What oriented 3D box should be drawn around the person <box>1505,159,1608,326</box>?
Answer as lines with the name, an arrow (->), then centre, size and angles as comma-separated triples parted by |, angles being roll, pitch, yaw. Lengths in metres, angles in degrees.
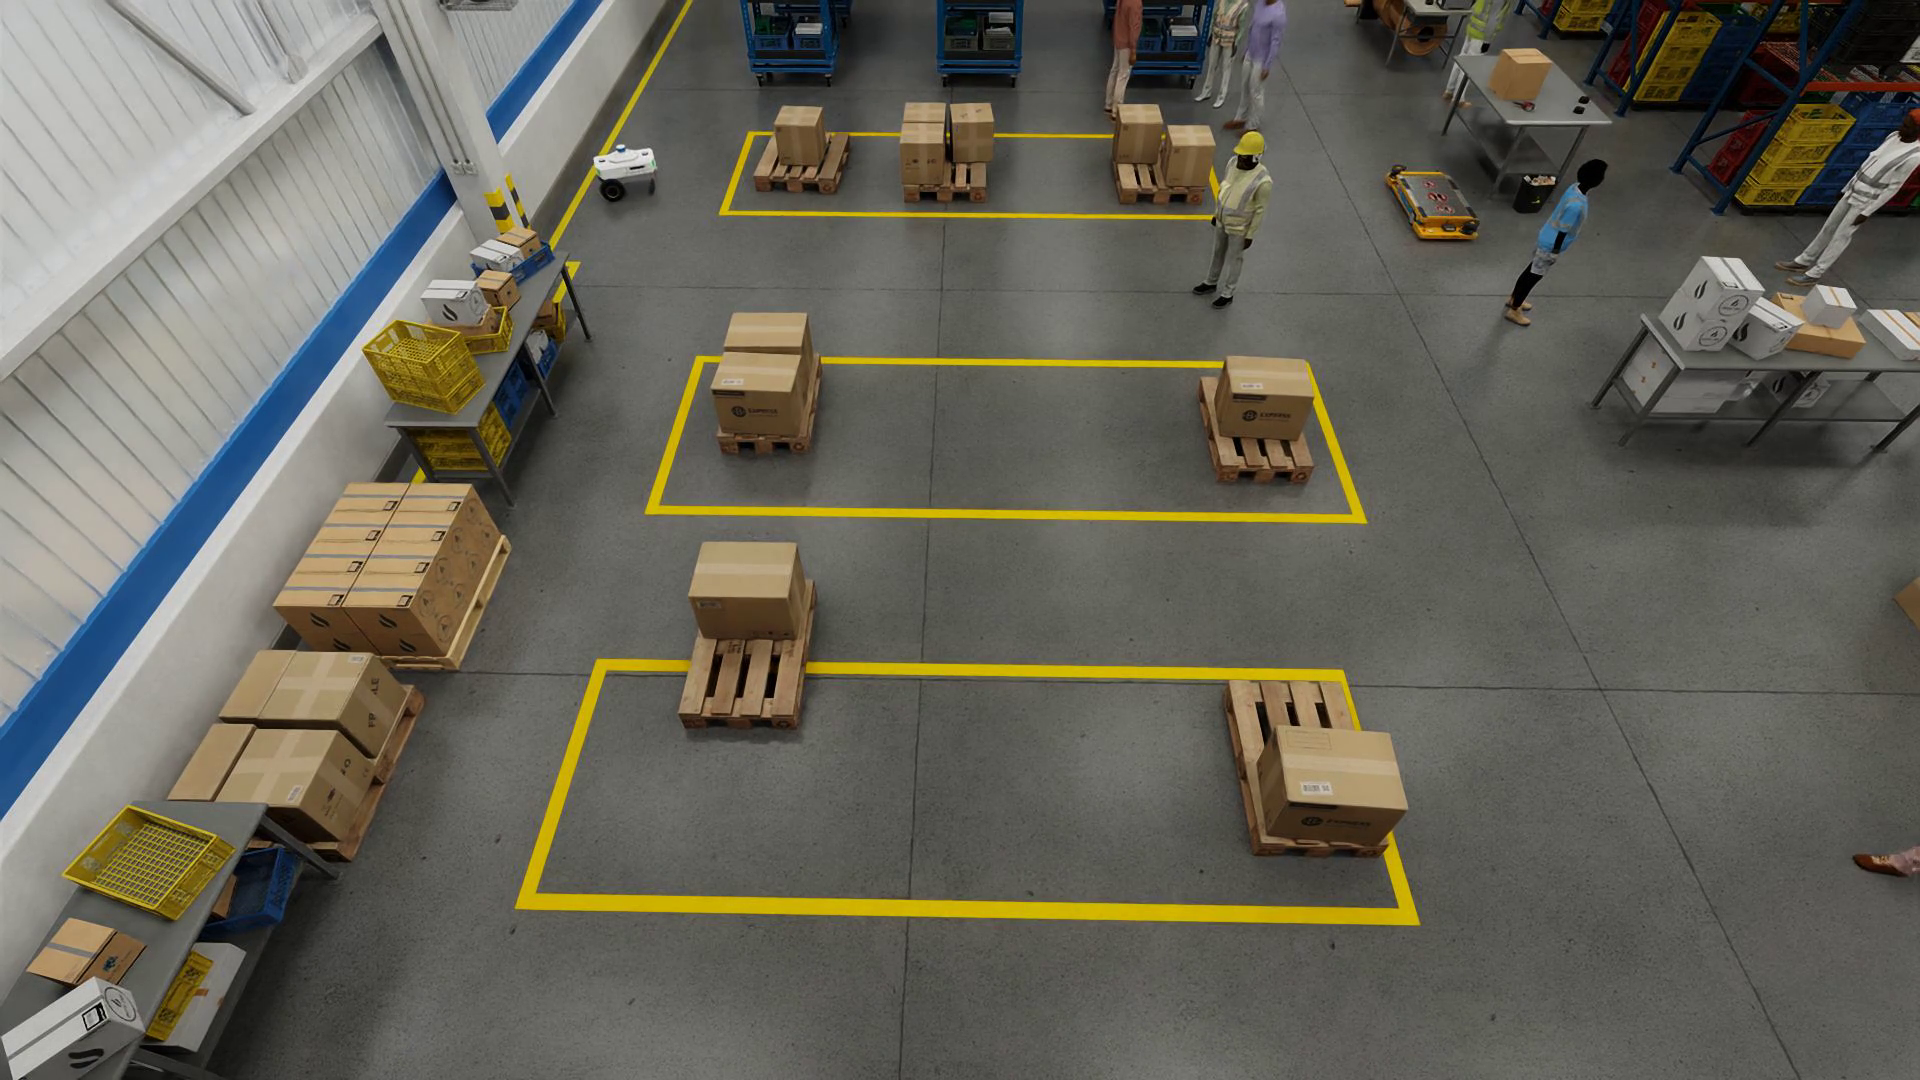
person -> 5.930, -2.967, 9.144 | 0.318, 1.700, 0.536 | 20, 52, 16

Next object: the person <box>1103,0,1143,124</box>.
person -> 2.204, -6.544, 12.049 | 0.395, 1.990, 0.619 | -9, 50, -8

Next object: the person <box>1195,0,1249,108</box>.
person -> 3.599, -6.791, 12.494 | 0.307, 1.639, 0.513 | -36, 58, -27

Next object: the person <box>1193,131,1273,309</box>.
person -> 2.766, -3.223, 9.279 | 0.404, 1.830, 0.602 | -23, 53, -19

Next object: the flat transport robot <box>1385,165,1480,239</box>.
flat transport robot -> 5.692, -4.094, 11.059 | 0.652, 0.197, 1.431 | 1, 49, 1

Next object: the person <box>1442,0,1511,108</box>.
person -> 7.076, -6.858, 12.424 | 0.430, 1.839, 0.619 | 3, 49, 3

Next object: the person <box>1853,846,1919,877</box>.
person -> 6.228, 1.503, 5.167 | 0.897, 1.874, 0.654 | 11, 50, 9

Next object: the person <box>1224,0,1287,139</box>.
person -> 3.842, -6.204, 11.791 | 0.354, 1.937, 0.635 | -11, 50, -9

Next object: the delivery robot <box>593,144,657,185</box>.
delivery robot -> -4.102, -4.601, 11.252 | 0.707, 0.478, 0.477 | -16, 51, -13

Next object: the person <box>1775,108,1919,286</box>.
person -> 9.342, -3.542, 9.520 | 0.356, 1.887, 0.573 | 8, 50, 7
